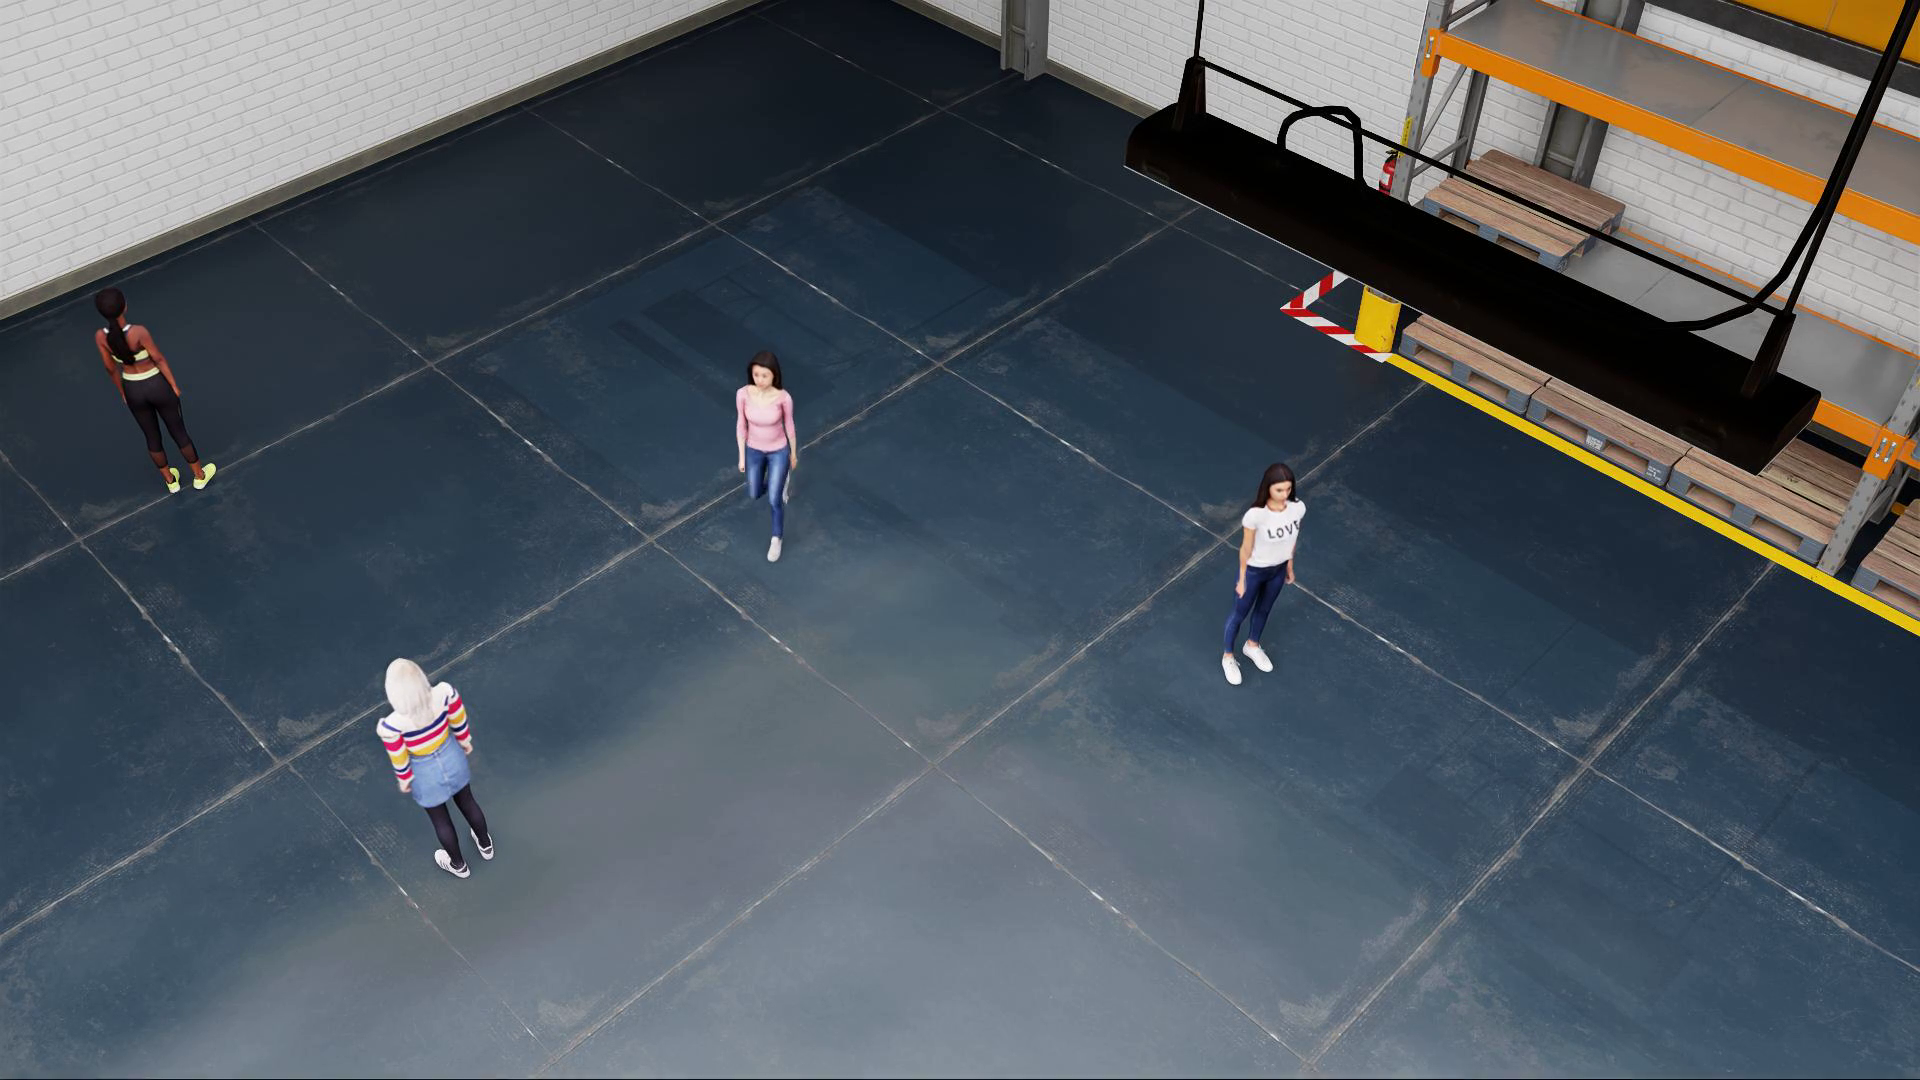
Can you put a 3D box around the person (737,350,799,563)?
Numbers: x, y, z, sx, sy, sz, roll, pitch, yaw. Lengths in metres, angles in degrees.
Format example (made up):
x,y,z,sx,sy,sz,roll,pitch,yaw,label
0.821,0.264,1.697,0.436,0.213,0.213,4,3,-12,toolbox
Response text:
x,y,z,sx,sy,sz,roll,pitch,yaw,label
-1.340,-0.671,11.780,0.911,1.727,0.925,6,44,6,person

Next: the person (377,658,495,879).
x,y,z,sx,sy,sz,roll,pitch,yaw,label
-3.030,1.313,9.637,0.501,1.810,0.647,34,53,31,person

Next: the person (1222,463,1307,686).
x,y,z,sx,sy,sz,roll,pitch,yaw,label
1.959,0.200,10.830,0.658,1.774,0.641,-16,46,-16,person

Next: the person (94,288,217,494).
x,y,z,sx,sy,sz,roll,pitch,yaw,label
-5.946,-1.074,12.182,0.642,1.755,0.675,-6,44,-6,person
